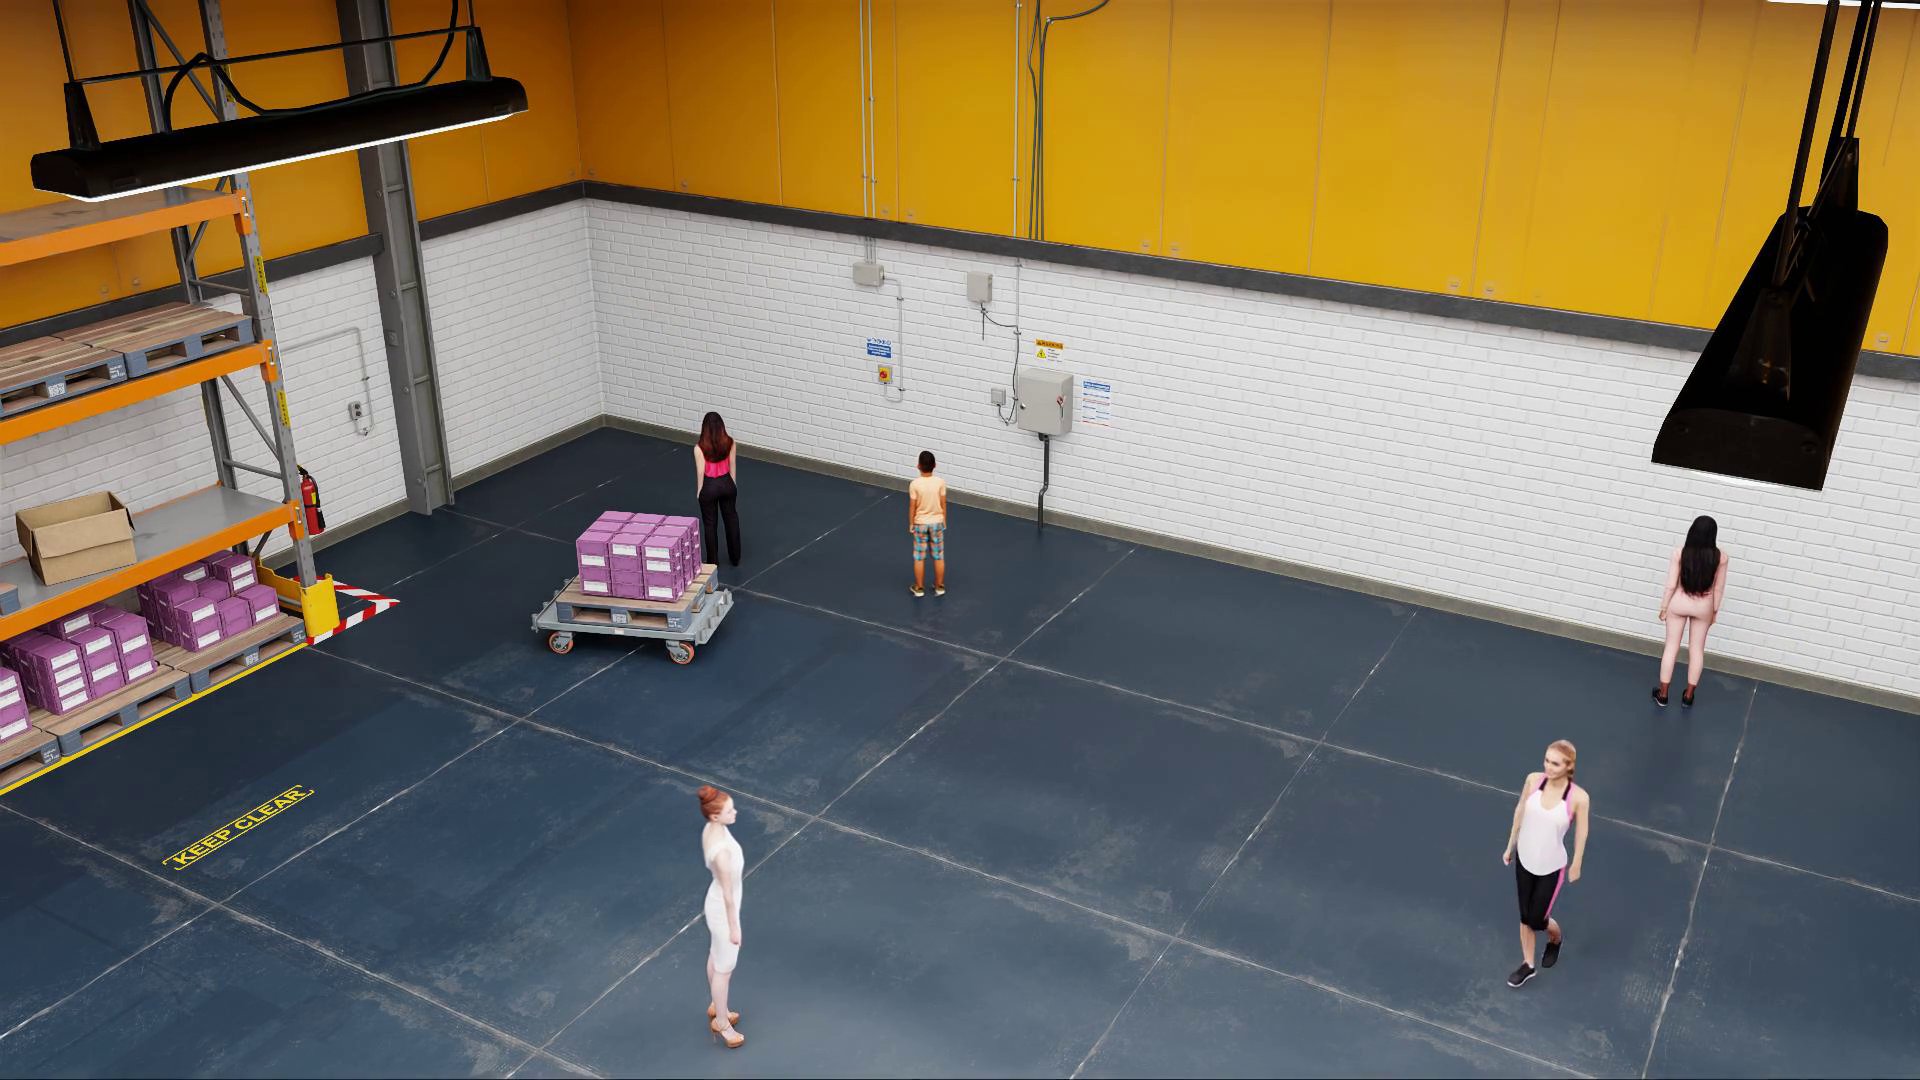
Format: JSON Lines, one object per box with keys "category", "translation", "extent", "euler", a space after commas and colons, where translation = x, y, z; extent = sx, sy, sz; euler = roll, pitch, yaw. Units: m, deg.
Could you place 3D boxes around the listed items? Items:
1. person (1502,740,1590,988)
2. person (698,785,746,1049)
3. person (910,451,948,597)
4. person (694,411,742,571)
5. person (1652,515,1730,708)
{"category": "person", "translation": [3.759, 2.035, 10.609], "extent": [0.818, 1.774, 0.750], "euler": [-18, 29, -35]}
{"category": "person", "translation": [-1.442, 2.263, 10.065], "extent": [0.701, 1.793, 0.639], "euler": [-6, 24, -13]}
{"category": "person", "translation": [-0.299, -0.161, 16.028], "extent": [0.591, 1.458, 0.639], "euler": [-4, 24, -9]}
{"category": "person", "translation": [-2.415, -0.496, 16.542], "extent": [0.600, 1.660, 0.715], "euler": [-14, 27, -29]}
{"category": "person", "translation": [6.132, 0.595, 13.972], "extent": [0.671, 1.720, 0.625], "euler": [6, 24, 14]}
